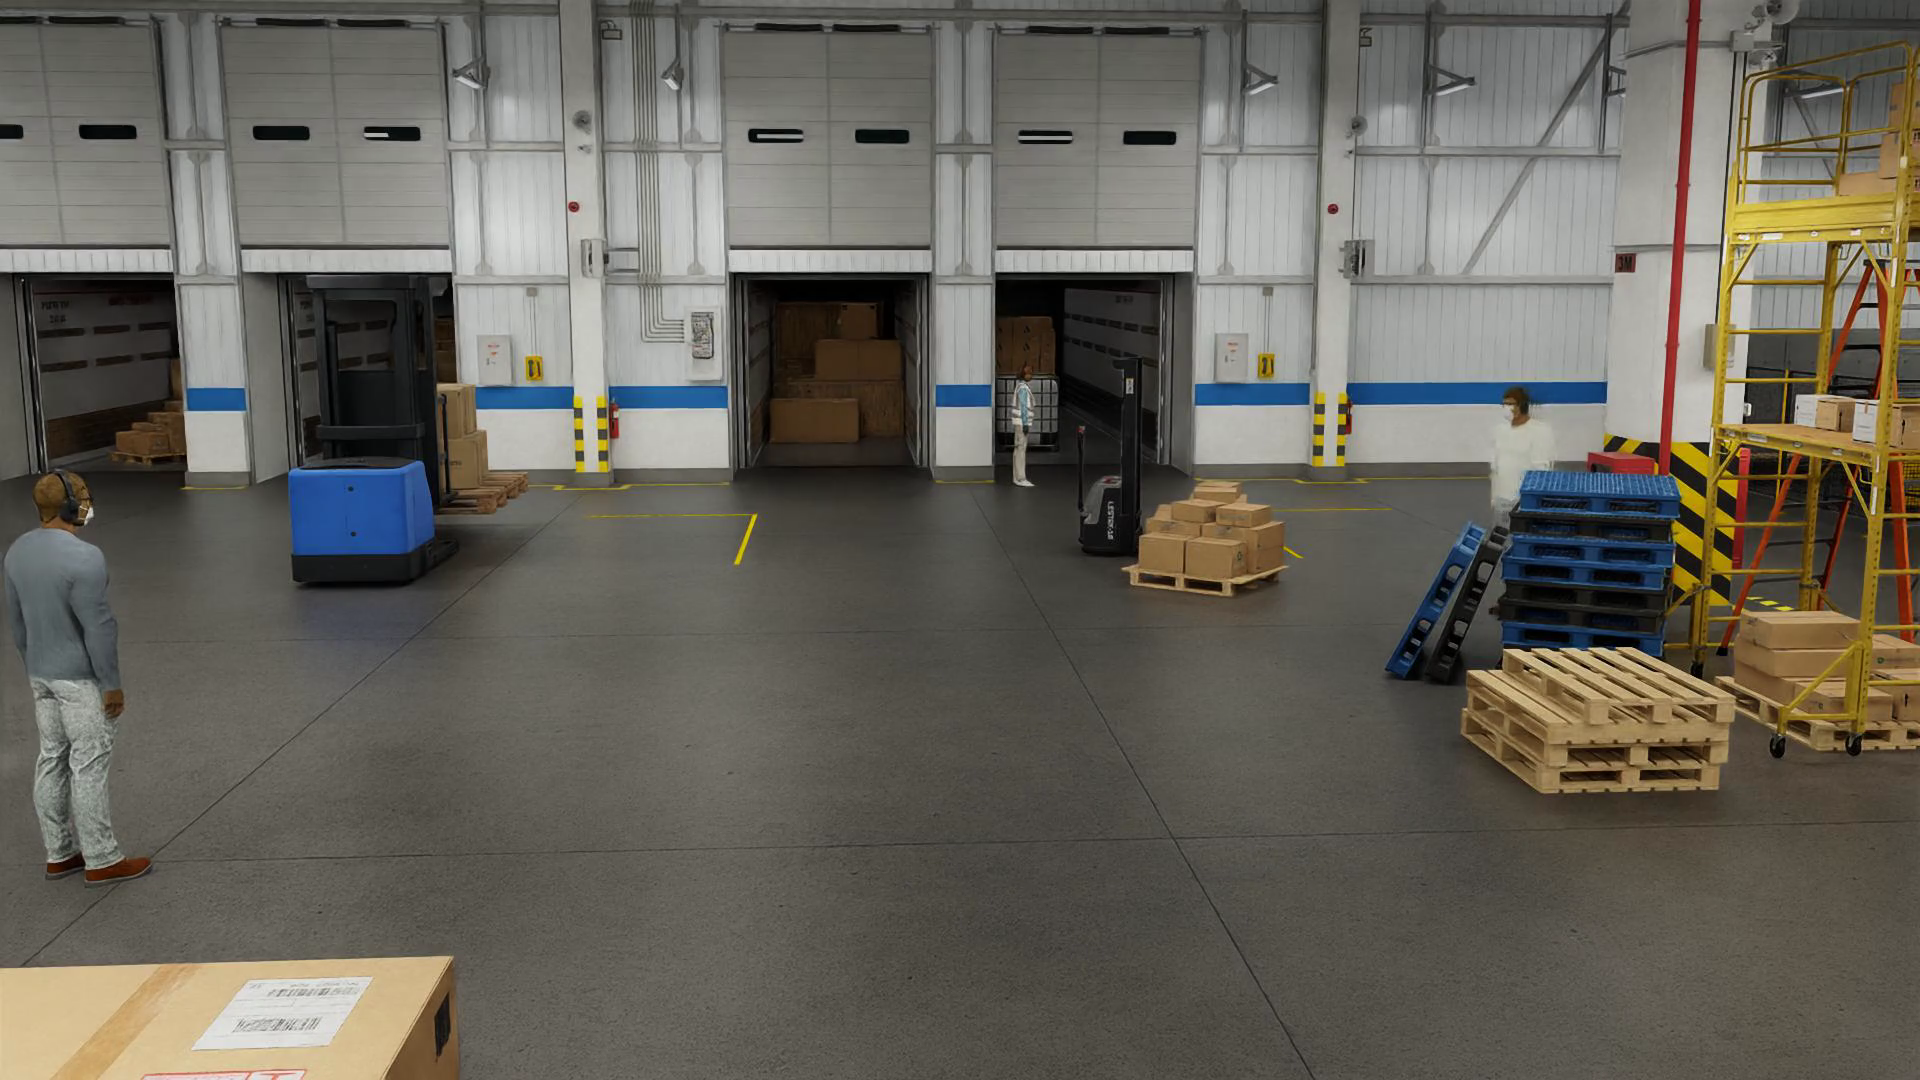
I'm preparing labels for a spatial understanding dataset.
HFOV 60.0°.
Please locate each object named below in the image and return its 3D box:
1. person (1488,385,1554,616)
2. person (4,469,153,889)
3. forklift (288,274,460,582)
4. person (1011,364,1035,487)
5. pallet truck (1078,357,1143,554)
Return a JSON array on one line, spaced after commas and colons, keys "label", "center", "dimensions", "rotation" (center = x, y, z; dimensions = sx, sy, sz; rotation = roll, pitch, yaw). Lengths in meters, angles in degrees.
[{"label": "person", "center": [4.597, -0.314, 13.717], "dimensions": [0.476, 1.921, 0.638], "rotation": [-4, 10, -23]}, {"label": "person", "center": [-4.096, 0.639, 7.686], "dimensions": [0.627, 1.940, 0.372], "rotation": [5, 10, 27]}, {"label": "forklift", "center": [-5.554, -1.101, 15.662], "dimensions": [1.129, 2.768, 1.873], "rotation": [-1, 9, -4]}, {"label": "person", "center": [0.842, -1.532, 22.258], "dimensions": [0.312, 1.638, 0.512], "rotation": [0, 9, -2]}, {"label": "pallet truck", "center": [2.088, -0.836, 16.757], "dimensions": [1.885, 1.965, 0.823], "rotation": [2, 9, 13]}]
